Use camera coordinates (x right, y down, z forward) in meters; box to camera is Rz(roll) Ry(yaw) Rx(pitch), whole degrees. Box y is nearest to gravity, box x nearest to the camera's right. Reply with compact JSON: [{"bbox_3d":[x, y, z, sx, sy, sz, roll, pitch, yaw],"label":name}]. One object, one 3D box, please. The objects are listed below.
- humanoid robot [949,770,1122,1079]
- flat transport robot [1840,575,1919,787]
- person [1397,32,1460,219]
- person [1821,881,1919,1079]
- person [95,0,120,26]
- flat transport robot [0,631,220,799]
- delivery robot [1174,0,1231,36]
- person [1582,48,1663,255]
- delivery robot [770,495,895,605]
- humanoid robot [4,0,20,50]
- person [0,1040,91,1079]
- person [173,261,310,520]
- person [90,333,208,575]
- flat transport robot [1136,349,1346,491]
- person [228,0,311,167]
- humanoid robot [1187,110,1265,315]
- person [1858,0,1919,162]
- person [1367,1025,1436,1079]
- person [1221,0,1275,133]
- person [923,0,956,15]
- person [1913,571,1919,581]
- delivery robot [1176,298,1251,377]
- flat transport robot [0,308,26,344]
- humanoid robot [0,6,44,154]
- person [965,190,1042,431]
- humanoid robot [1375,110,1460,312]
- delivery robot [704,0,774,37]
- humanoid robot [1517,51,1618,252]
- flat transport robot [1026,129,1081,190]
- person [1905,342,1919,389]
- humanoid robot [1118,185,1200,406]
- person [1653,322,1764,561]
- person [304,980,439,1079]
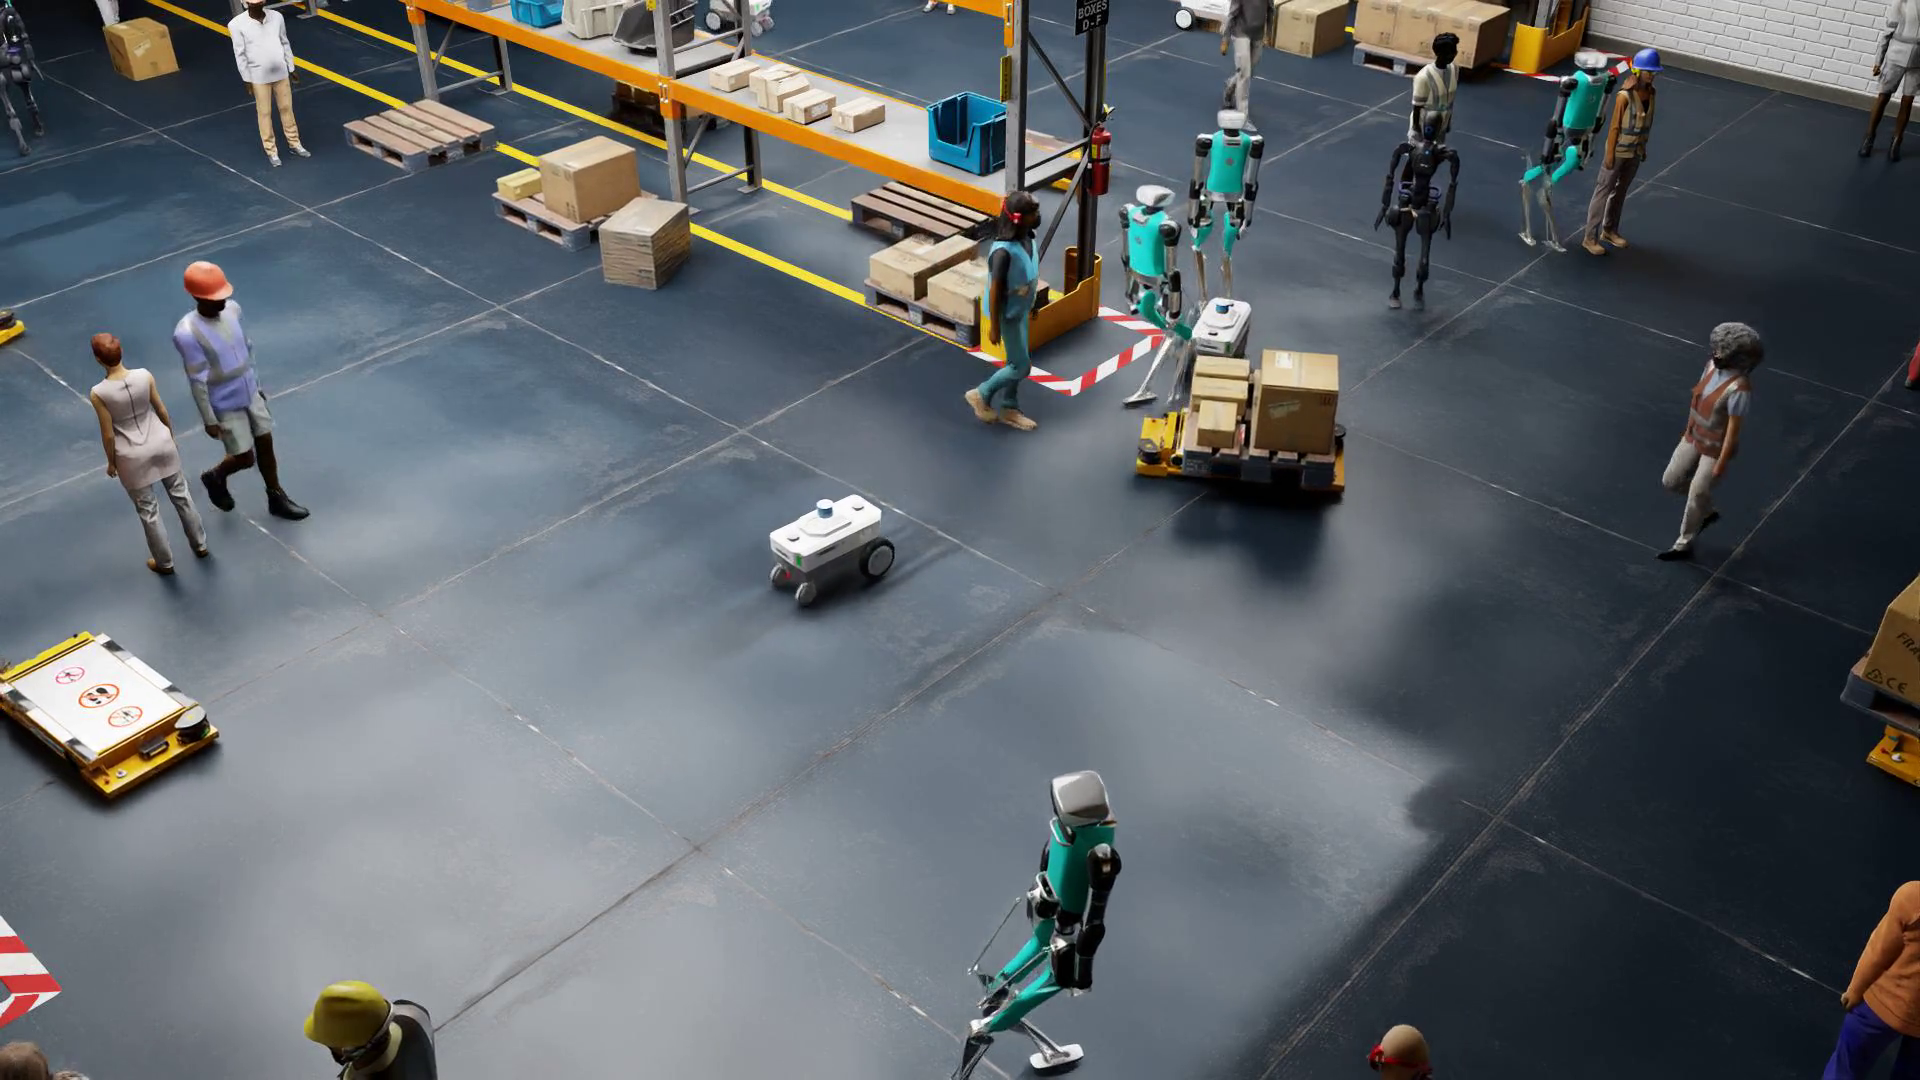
[{"bbox_3d":[0.172,1.753,6.998,0.926,1.795,0.547,-10,36,-14],"label":"humanoid robot"},{"bbox_3d":[5.735,1.023,9.329,1.431,0.231,0.659,-28,43,-34],"label":"flat transport robot"},{"bbox_3d":[4.234,-3.740,14.978,0.535,1.691,0.319,-23,41,-29],"label":"person"},{"bbox_3d":[3.824,1.852,6.636,0.515,1.972,0.404,13,37,19],"label":"person"},{"bbox_3d":[-9.795,-6.603,18.981,0.966,1.858,0.643,28,43,34],"label":"person"},{"bbox_3d":[-4.911,0.941,9.447,1.431,0.231,0.659,24,41,31],"label":"flat transport robot"},{"bbox_3d":[2.962,-6.318,19.709,0.774,0.592,0.499,22,40,28],"label":"delivery robot"},{"bbox_3d":[5.732,-3.345,14.325,0.462,1.781,0.305,-19,39,-25],"label":"person"},{"bbox_3d":[-0.822,0.016,10.548,0.797,0.608,0.499,-27,43,-33],"label":"delivery robot"},{"bbox_3d":[-10.944,-6.358,18.763,0.539,1.773,0.994,-16,38,-22],"label":"humanoid robot"},{"bbox_3d":[-3.130,2.458,6.037,0.468,1.651,0.618,5,35,7],"label":"person"},{"bbox_3d":[-4.733,-0.940,10.725,0.579,1.919,0.592,11,36,16],"label":"person"},{"bbox_3d":[-5.094,-0.540,10.368,0.285,1.658,0.444,25,42,32],"label":"person"},{"bbox_3d":[1.989,-0.641,11.739,1.431,0.231,0.659,6,35,8],"label":"flat transport robot"},{"bbox_3d":[-6.658,-4.508,16.032,0.325,1.752,0.560,28,44,35],"label":"person"},{"bbox_3d":[2.069,-2.624,13.350,0.551,1.828,0.663,0,35,0],"label":"humanoid robot"},{"bbox_3d":[9.142,-4.628,16.065,0.547,1.924,0.383,14,37,19],"label":"person"},{"bbox_3d":[1.494,2.421,6.063,0.438,1.666,0.513,24,41,30],"label":"person"},{"bbox_3d":[2.897,-5.163,16.892,0.587,1.864,0.800,-14,37,-20],"label":"person"},{"bbox_3d":[-0.210,-7.214,19.944,0.487,1.766,0.324,11,36,15],"label":"person"},{"bbox_3d":[5.854,-0.087,9.556,0.328,1.838,0.506,-20,39,-26],"label":"person"},{"bbox_3d":[1.997,-1.564,12.816,0.499,0.585,0.777,13,37,17],"label":"delivery robot"},{"bbox_3d":[-8.306,-1.728,13.313,1.431,0.231,0.659,12,36,17],"label":"flat transport robot"},{"bbox_3d":[-9.426,-4.681,16.396,0.601,1.626,0.785,-16,38,-22],"label":"humanoid robot"},{"bbox_3d":[0.373,-1.590,11.716,0.460,1.853,0.549,15,37,20],"label":"person"},{"bbox_3d":[3.673,-2.647,13.402,0.616,1.643,0.380,11,36,15],"label":"humanoid robot"},{"bbox_3d":[-2.613,-6.290,19.674,0.798,0.598,0.499,14,37,20],"label":"delivery robot"},{"bbox_3d":[5.188,-3.424,14.480,0.535,1.790,0.667,-11,36,-15],"label":"humanoid robot"},{"bbox_3d":[0.661,-3.770,16.272,1.431,0.231,0.659,24,41,30],"label":"flat transport robot"},{"bbox_3d":[7.433,-1.876,12.218,0.516,1.756,0.347,25,42,32],"label":"person"},{"bbox_3d":[1.513,-1.772,12.112,0.715,1.816,0.530,-26,42,-32],"label":"humanoid robot"},{"bbox_3d":[4.720,-0.608,10.445,0.417,1.674,0.459,-6,35,-9],"label":"person"},{"bbox_3d":[-2.080,2.272,6.145,0.404,1.828,0.599,0,35,0],"label":"person"}]
